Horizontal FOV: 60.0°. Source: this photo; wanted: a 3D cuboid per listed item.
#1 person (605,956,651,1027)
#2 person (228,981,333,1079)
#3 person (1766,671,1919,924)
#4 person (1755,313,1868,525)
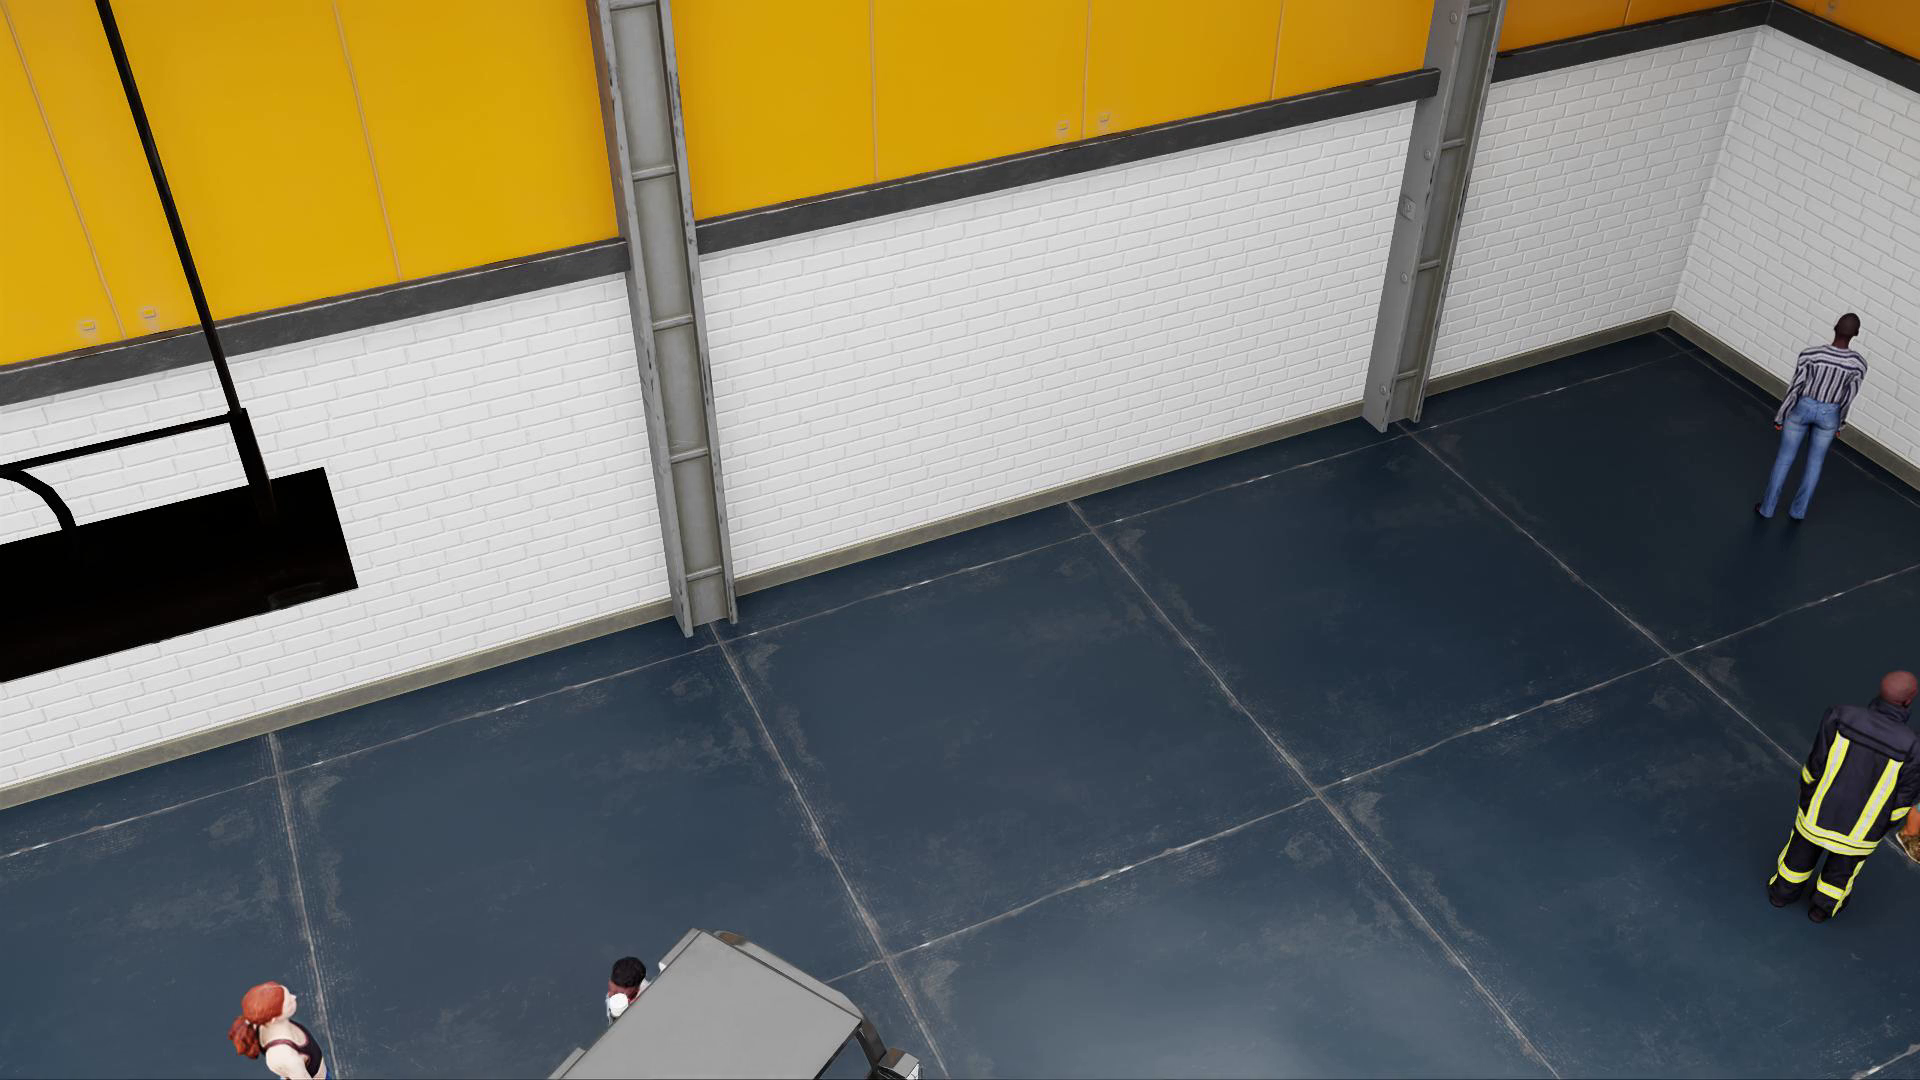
[{"bbox_3d":[-1.593,2.503,8.533,0.810,1.241,0.501,-14,41,-16],"label":"person"},{"bbox_3d":[-3.067,2.676,7.880,0.677,1.785,0.643,-30,47,-32],"label":"person"},{"bbox_3d":[5.034,1.446,9.391,0.847,1.822,0.826,29,47,32],"label":"person"},{"bbox_3d":[6.321,-0.888,12.336,0.703,1.794,0.768,12,40,14],"label":"person"}]
